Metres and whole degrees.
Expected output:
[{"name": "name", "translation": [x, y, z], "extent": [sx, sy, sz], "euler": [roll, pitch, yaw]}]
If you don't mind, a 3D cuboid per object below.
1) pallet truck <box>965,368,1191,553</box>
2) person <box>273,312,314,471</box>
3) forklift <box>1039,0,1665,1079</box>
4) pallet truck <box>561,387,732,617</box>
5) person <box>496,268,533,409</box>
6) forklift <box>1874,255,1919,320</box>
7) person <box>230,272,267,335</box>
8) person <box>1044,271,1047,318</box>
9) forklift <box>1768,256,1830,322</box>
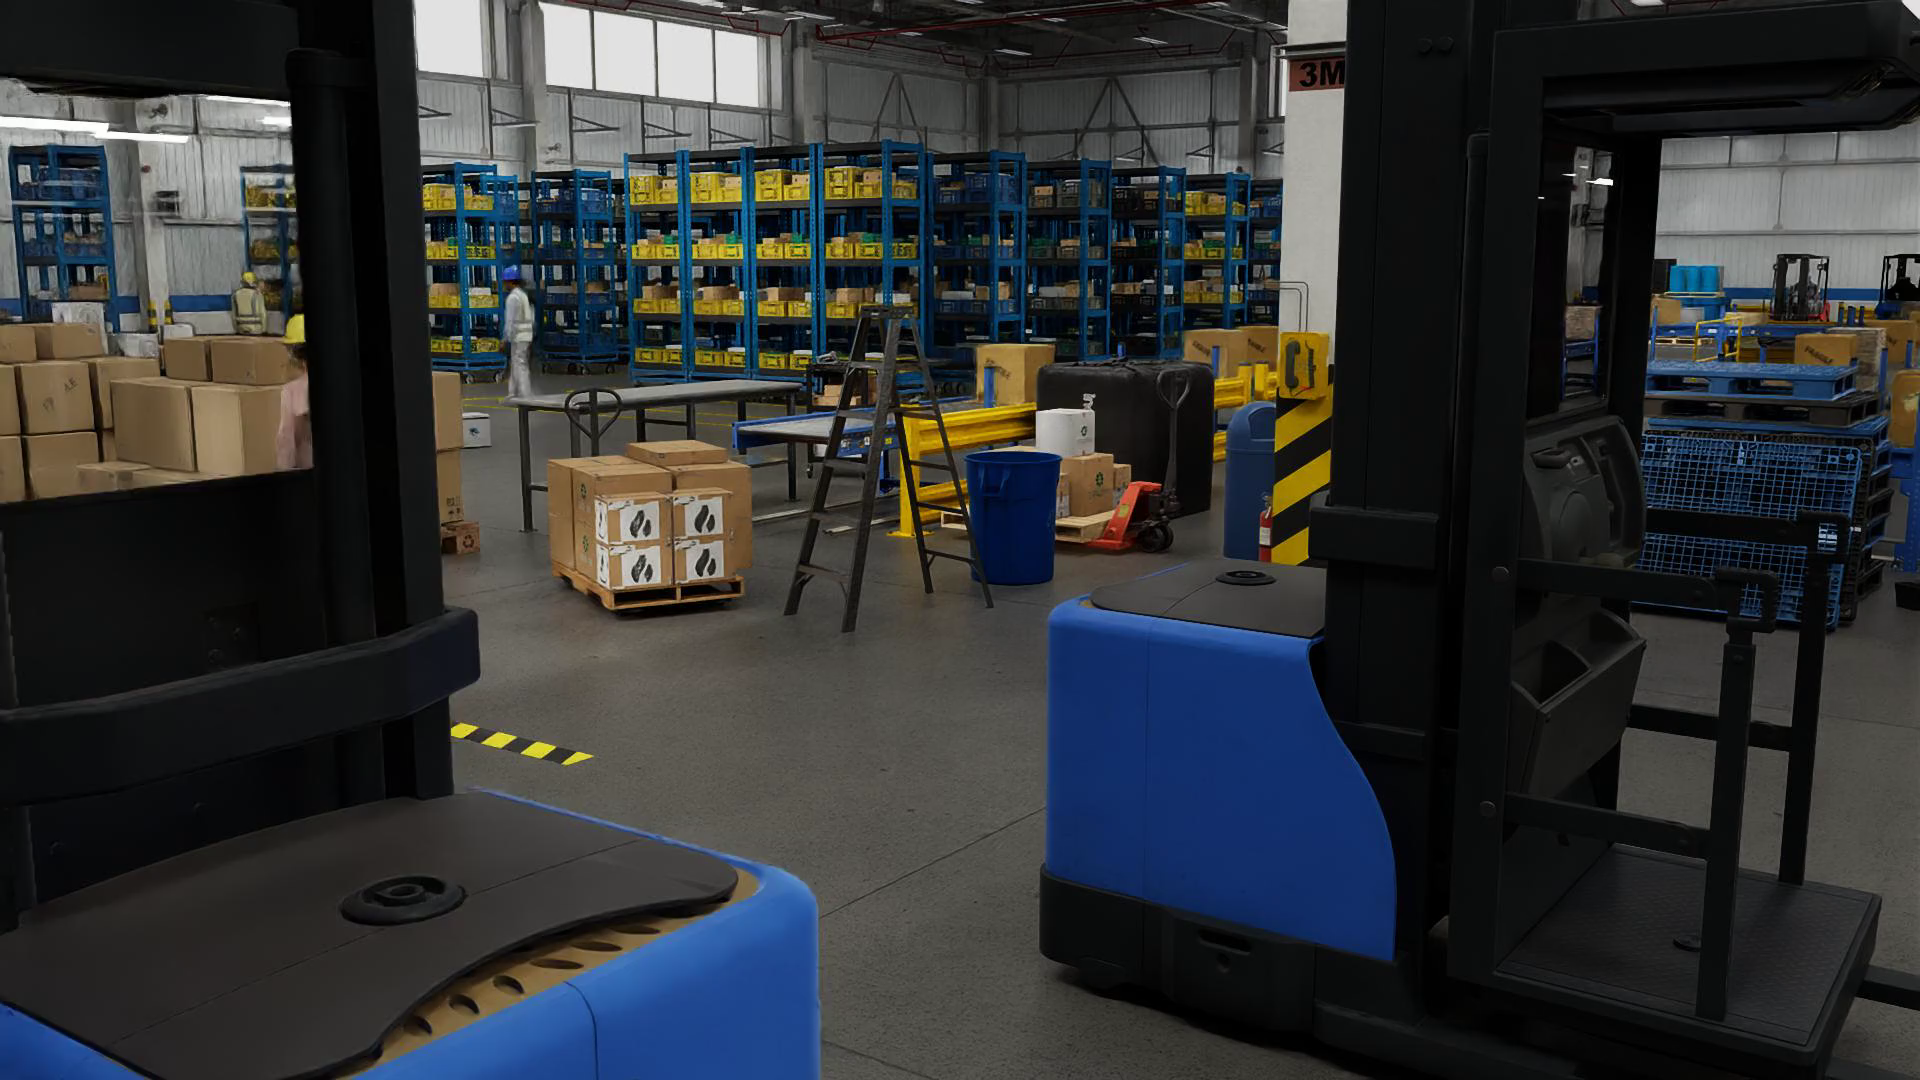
[{"name": "pallet truck", "translation": [0.845, -0.609, 11.869], "extent": [1.630, 1.274, 0.653], "euler": [7, 12, 35]}, {"name": "person", "translation": [-3.464, -0.341, 8.947], "extent": [0.379, 1.754, 0.525], "euler": [2, 10, 14]}, {"name": "forklift", "translation": [1.249, -0.137, 4.360], "extent": [1.873, 2.768, 1.129], "euler": [7, 12, 35]}, {"name": "pallet truck", "translation": [-1.981, -0.274, 10.088], "extent": [0.680, 1.201, 1.601], "euler": [-5, 11, -28]}, {"name": "person", "translation": [-6.172, -2.743, 22.751], "extent": [0.777, 1.920, 0.631], "euler": [0, 10, 2]}, {"name": "forklift", "translation": [22.089, -5.634, 38.796], "extent": [1.157, 1.987, 2.680], "euler": [6, 11, 33]}, {"name": "person", "translation": [-12.133, -3.656, 28.453], "extent": [0.592, 1.825, 0.404], "euler": [1, 10, 4]}, {"name": "person", "translation": [1.982, -5.602, 39.981], "extent": [0.566, 1.846, 0.387], "euler": [7, 12, 37]}, {"name": "forklift", "translation": [20.253, -5.854, 40.139], "extent": [1.157, 1.987, 2.680], "euler": [7, 12, 35]}]
